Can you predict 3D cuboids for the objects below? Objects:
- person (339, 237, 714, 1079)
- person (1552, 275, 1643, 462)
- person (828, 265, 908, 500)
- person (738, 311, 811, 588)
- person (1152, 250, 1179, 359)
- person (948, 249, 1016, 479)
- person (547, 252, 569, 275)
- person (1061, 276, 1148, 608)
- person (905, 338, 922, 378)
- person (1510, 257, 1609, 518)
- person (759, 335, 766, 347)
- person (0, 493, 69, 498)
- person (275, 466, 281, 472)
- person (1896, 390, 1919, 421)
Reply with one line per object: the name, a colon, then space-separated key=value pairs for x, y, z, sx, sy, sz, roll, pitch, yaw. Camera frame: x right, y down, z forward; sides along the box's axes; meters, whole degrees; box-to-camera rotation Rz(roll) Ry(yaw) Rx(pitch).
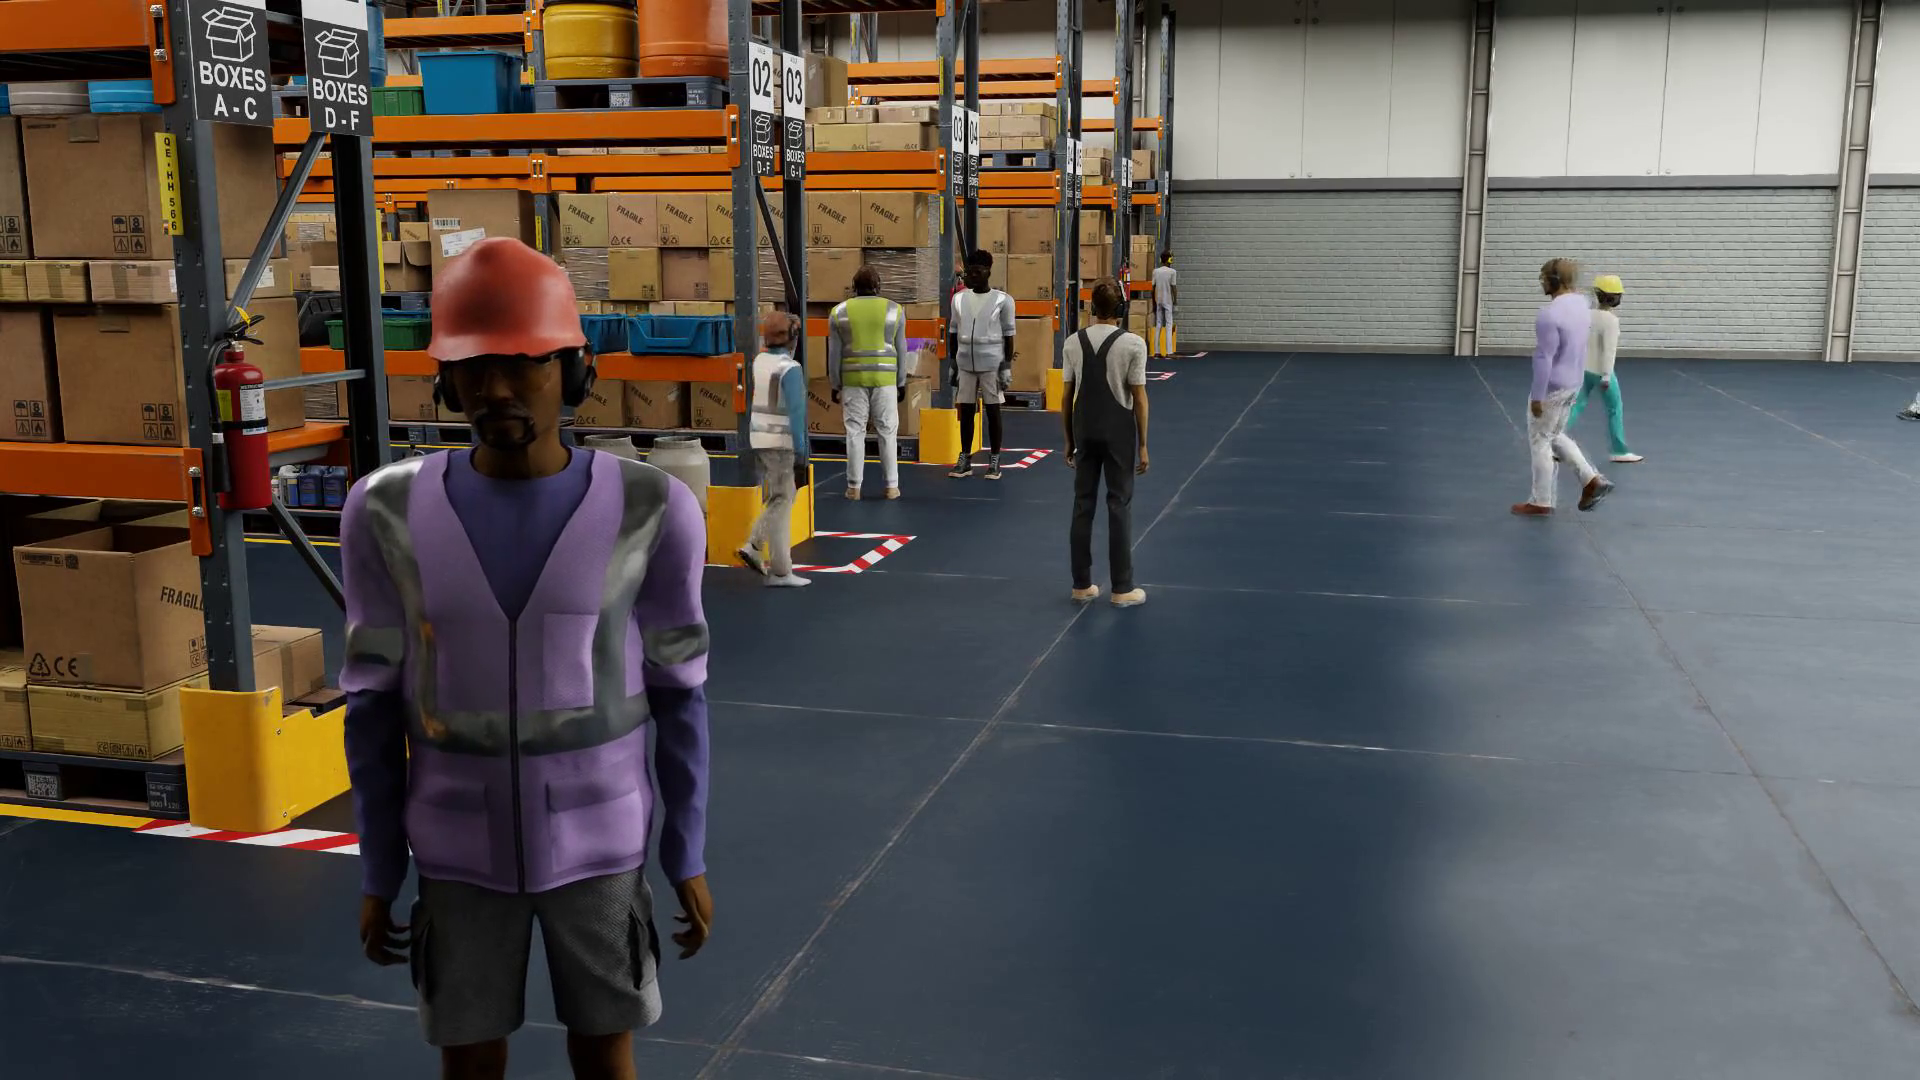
person: x=-0.724 y=0.523 z=2.831 sx=0.606 sy=2.045 sz=0.389 roll=-1 pitch=10 yaw=-7
person: x=5.820 y=-1.553 z=15.226 sx=0.898 sy=1.726 sz=0.529 roll=-2 pitch=10 yaw=-12
person: x=-0.720 y=-1.234 z=13.124 sx=0.619 sy=1.845 sz=0.430 roll=-1 pitch=10 yaw=-4
person: x=-1.064 y=-0.533 z=9.821 sx=0.373 sy=1.620 sz=0.602 roll=-6 pitch=12 yaw=-31
person: x=3.537 y=-4.049 z=28.666 sx=0.519 sy=1.865 sz=0.326 roll=8 pitch=13 yaw=39
person: x=0.173 y=-1.501 z=14.258 sx=0.602 sy=1.967 sz=0.366 roll=4 pitch=11 yaw=22
person: x=-3.779 y=-1.684 z=15.388 sx=0.375 sy=1.931 sz=0.632 roll=-3 pitch=11 yaw=-16
person: x=0.812 y=-0.544 z=9.292 sx=0.508 sy=1.844 sz=0.332 roll=6 pitch=12 yaw=29
person: x=-0.633 y=-2.071 z=17.545 sx=0.511 sy=1.915 sz=0.564 roll=4 pitch=11 yaw=21
person: x=4.396 y=-1.095 z=12.141 sx=0.642 sy=1.919 sz=0.568 roll=-10 pitch=14 yaw=-43
person: x=-2.343 y=-2.504 z=19.639 sx=0.405 sy=2.035 sz=0.606 roll=3 pitch=11 yaw=14
person: x=-4.945 y=-0.410 z=8.796 sx=0.324 sy=1.760 sz=0.523 roll=6 pitch=12 yaw=29
person: x=-6.174 y=-1.397 z=14.730 sx=0.802 sy=1.587 sz=0.503 roll=7 pitch=13 yaw=35
person: x=11.095 y=-2.189 z=18.599 sx=0.919 sy=1.785 sz=0.589 roll=0 pitch=10 yaw=0
